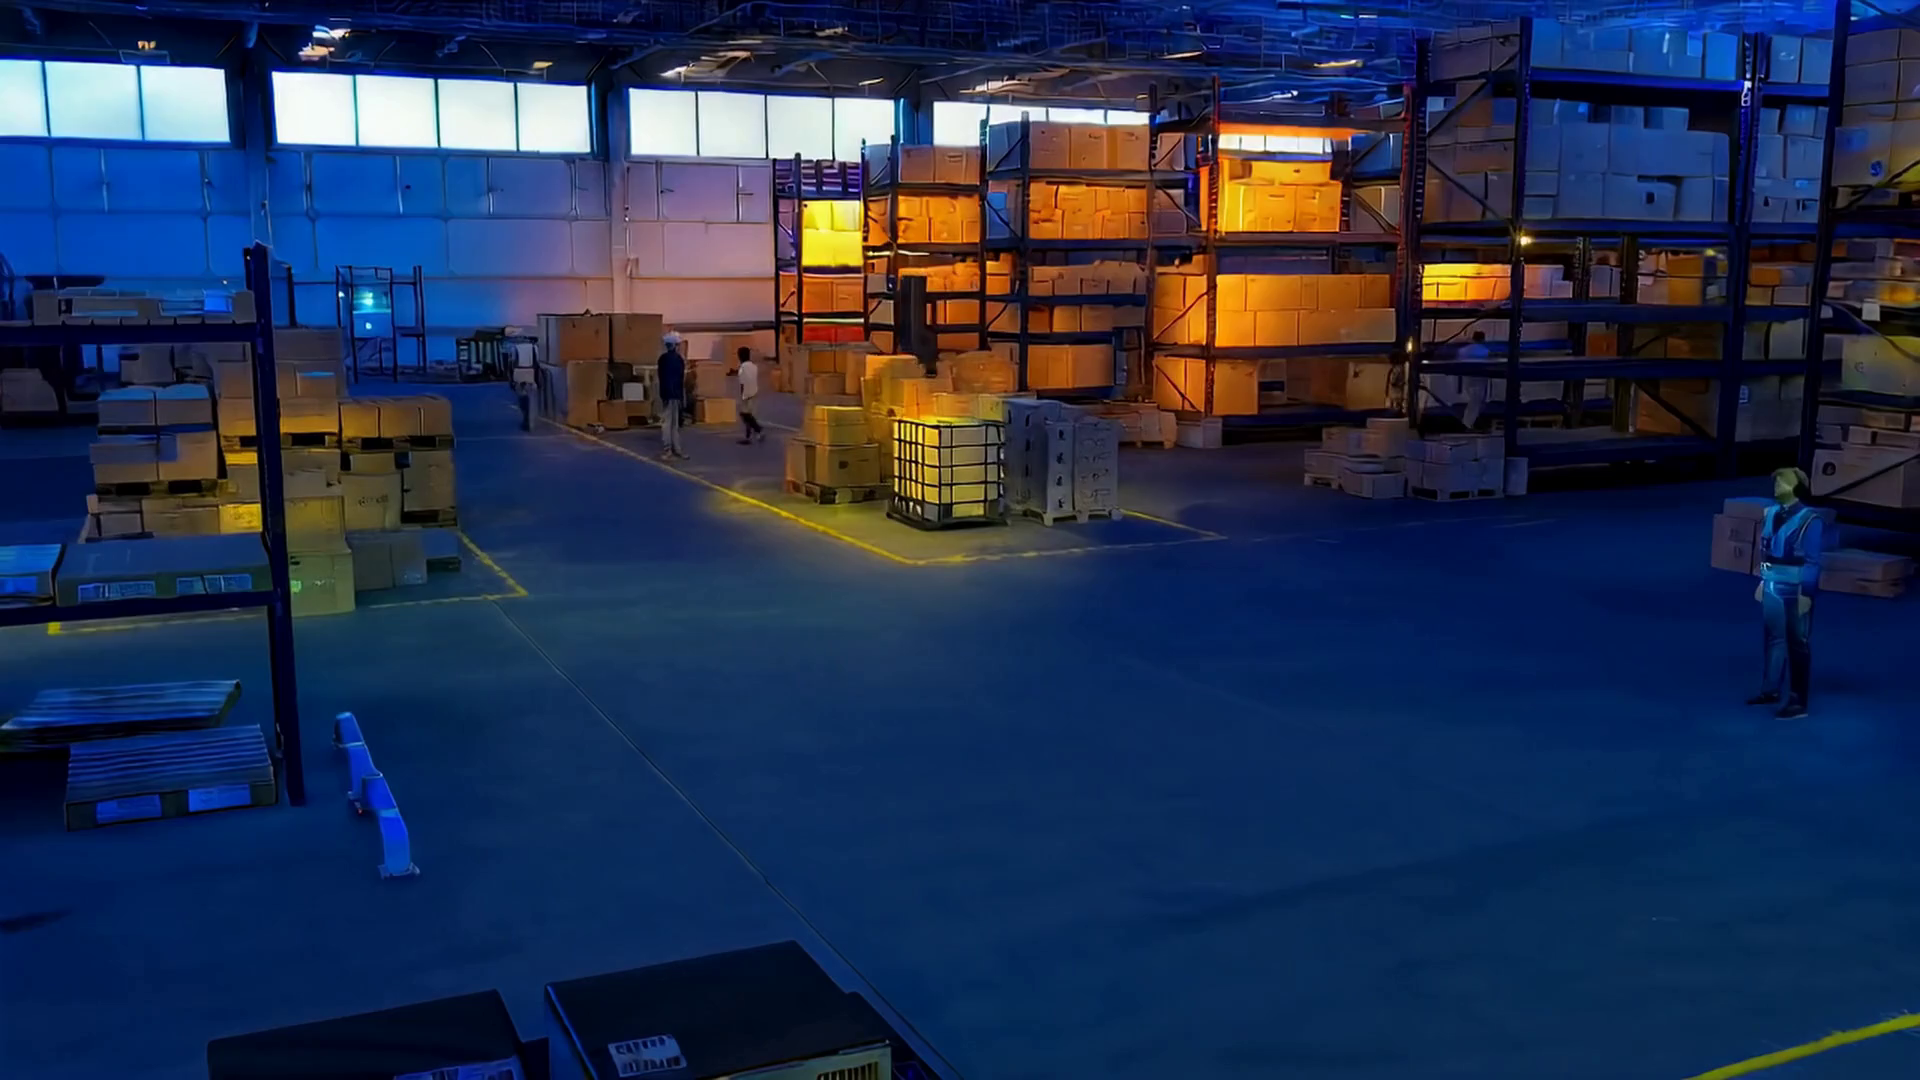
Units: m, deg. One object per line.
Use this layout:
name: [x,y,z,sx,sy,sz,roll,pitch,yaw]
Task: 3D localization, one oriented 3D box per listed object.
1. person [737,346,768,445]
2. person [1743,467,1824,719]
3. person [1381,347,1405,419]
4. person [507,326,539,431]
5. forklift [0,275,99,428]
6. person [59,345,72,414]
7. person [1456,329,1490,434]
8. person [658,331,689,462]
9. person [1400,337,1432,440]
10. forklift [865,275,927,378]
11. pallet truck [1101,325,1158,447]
person: [-3.470,-2.399,27.698,0.577,1.676,0.533,4,10,22]
person: [5.394,0.338,10.850,0.311,1.634,0.517,-2,9,-12]
person: [7.120,-2.346,27.419,0.849,1.650,0.544,-3,10,-19]
person: [-7.978,-2.940,30.353,0.561,1.908,0.816,-7,12,-37]
forklift: [-17.078,-3.554,31.137,1.873,2.768,1.129,-4,10,-25]
person: [-17.976,-3.391,33.097,0.363,1.929,0.629,-2,9,-10]
person: [8.839,-2.660,28.559,0.439,1.919,0.658,-6,11,-32]
person: [-4.388,-2.198,25.479,0.392,1.990,0.611,3,10,20]
person: [6.677,-2.011,24.479,0.362,1.938,0.545,-5,10,-28]
forklift: [-1.054,-4.392,36.338,1.873,2.768,1.129,-4,10,-25]
pallet truck: [2.881,-2.596,27.923,0.823,1.965,1.885,-1,9,-7]
